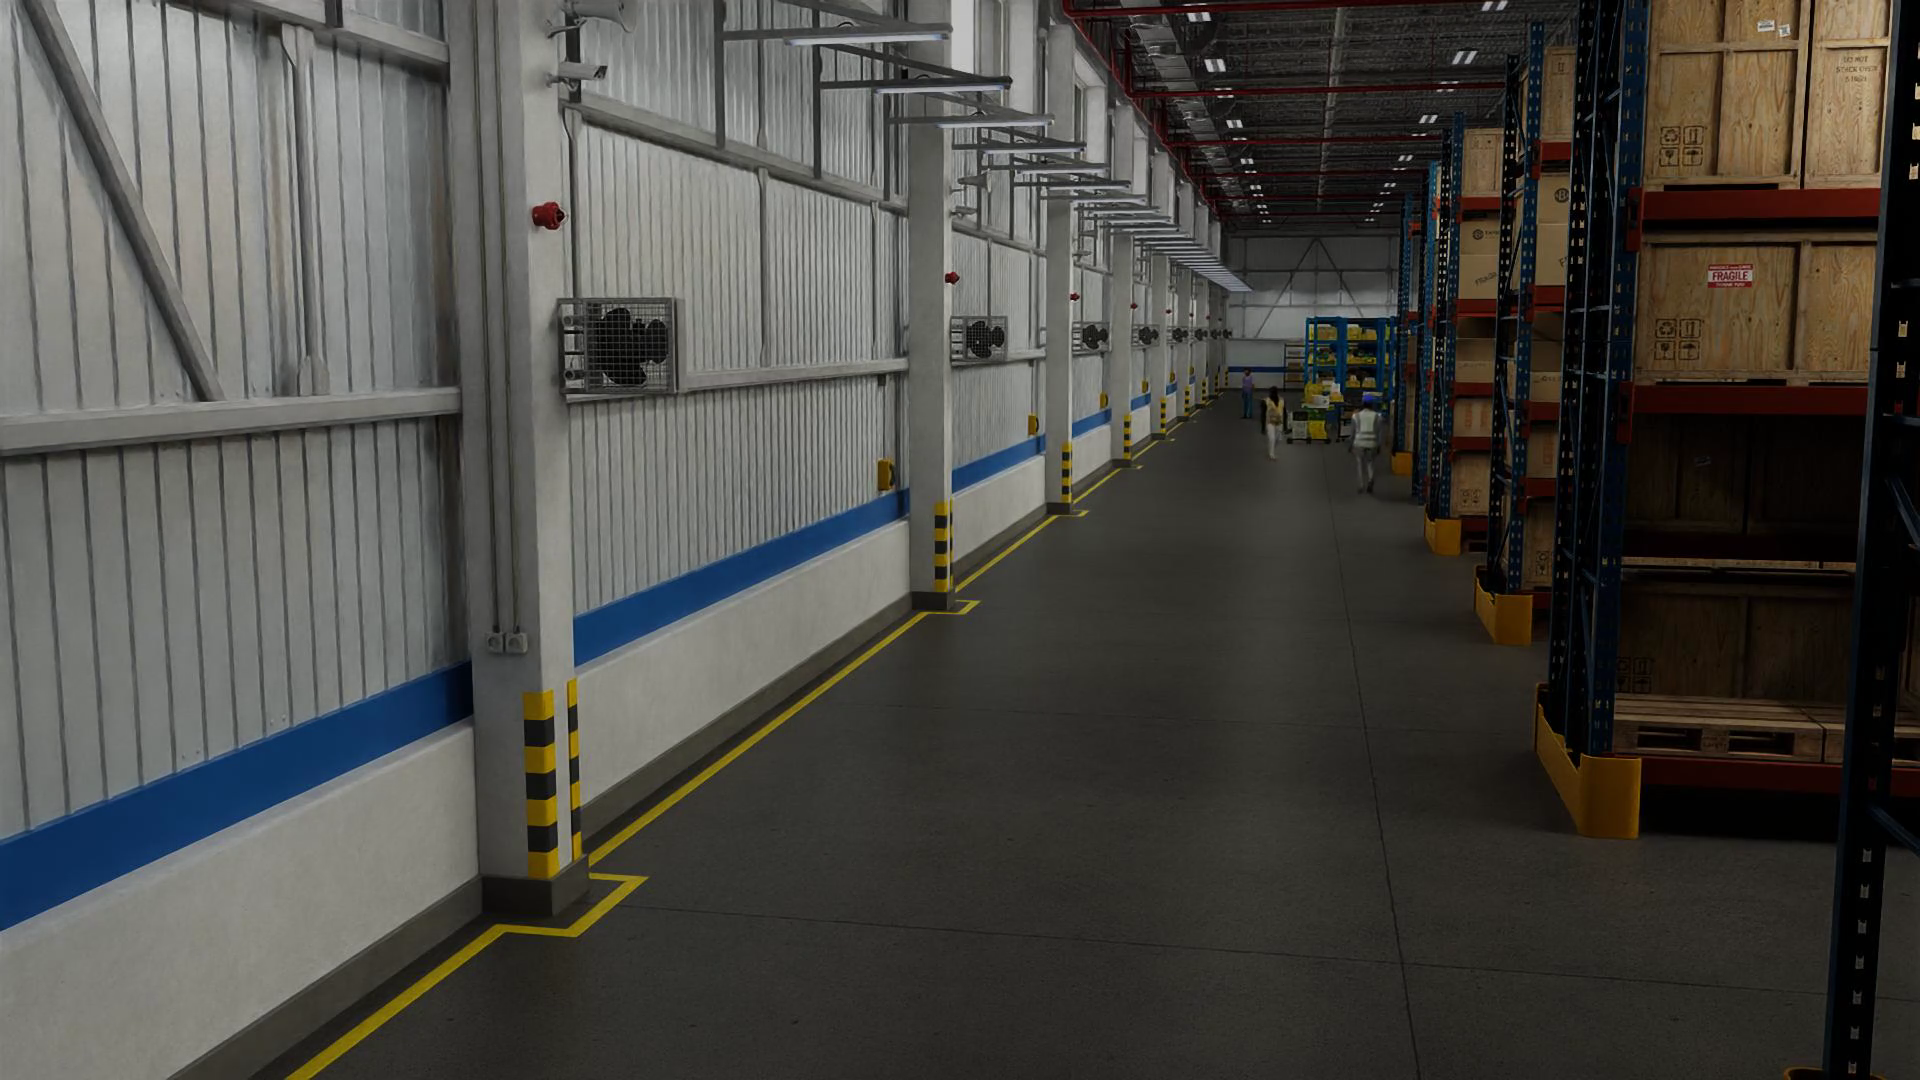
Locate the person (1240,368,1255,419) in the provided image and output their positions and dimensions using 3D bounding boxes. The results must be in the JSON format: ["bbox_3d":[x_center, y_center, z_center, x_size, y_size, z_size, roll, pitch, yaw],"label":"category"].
[{"bbox_3d":[10.281,-5.229,59.361,0.376,1.844,0.571,-4,8,-31],"label":"person"}]

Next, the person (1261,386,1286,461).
[{"bbox_3d":[7.547,-2.815,40.113,0.646,1.827,0.528,-2,8,-18],"label":"person"}]

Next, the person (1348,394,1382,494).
[{"bbox_3d":[7.784,-1.843,32.003,0.607,1.912,0.820,1,7,7],"label":"person"}]
